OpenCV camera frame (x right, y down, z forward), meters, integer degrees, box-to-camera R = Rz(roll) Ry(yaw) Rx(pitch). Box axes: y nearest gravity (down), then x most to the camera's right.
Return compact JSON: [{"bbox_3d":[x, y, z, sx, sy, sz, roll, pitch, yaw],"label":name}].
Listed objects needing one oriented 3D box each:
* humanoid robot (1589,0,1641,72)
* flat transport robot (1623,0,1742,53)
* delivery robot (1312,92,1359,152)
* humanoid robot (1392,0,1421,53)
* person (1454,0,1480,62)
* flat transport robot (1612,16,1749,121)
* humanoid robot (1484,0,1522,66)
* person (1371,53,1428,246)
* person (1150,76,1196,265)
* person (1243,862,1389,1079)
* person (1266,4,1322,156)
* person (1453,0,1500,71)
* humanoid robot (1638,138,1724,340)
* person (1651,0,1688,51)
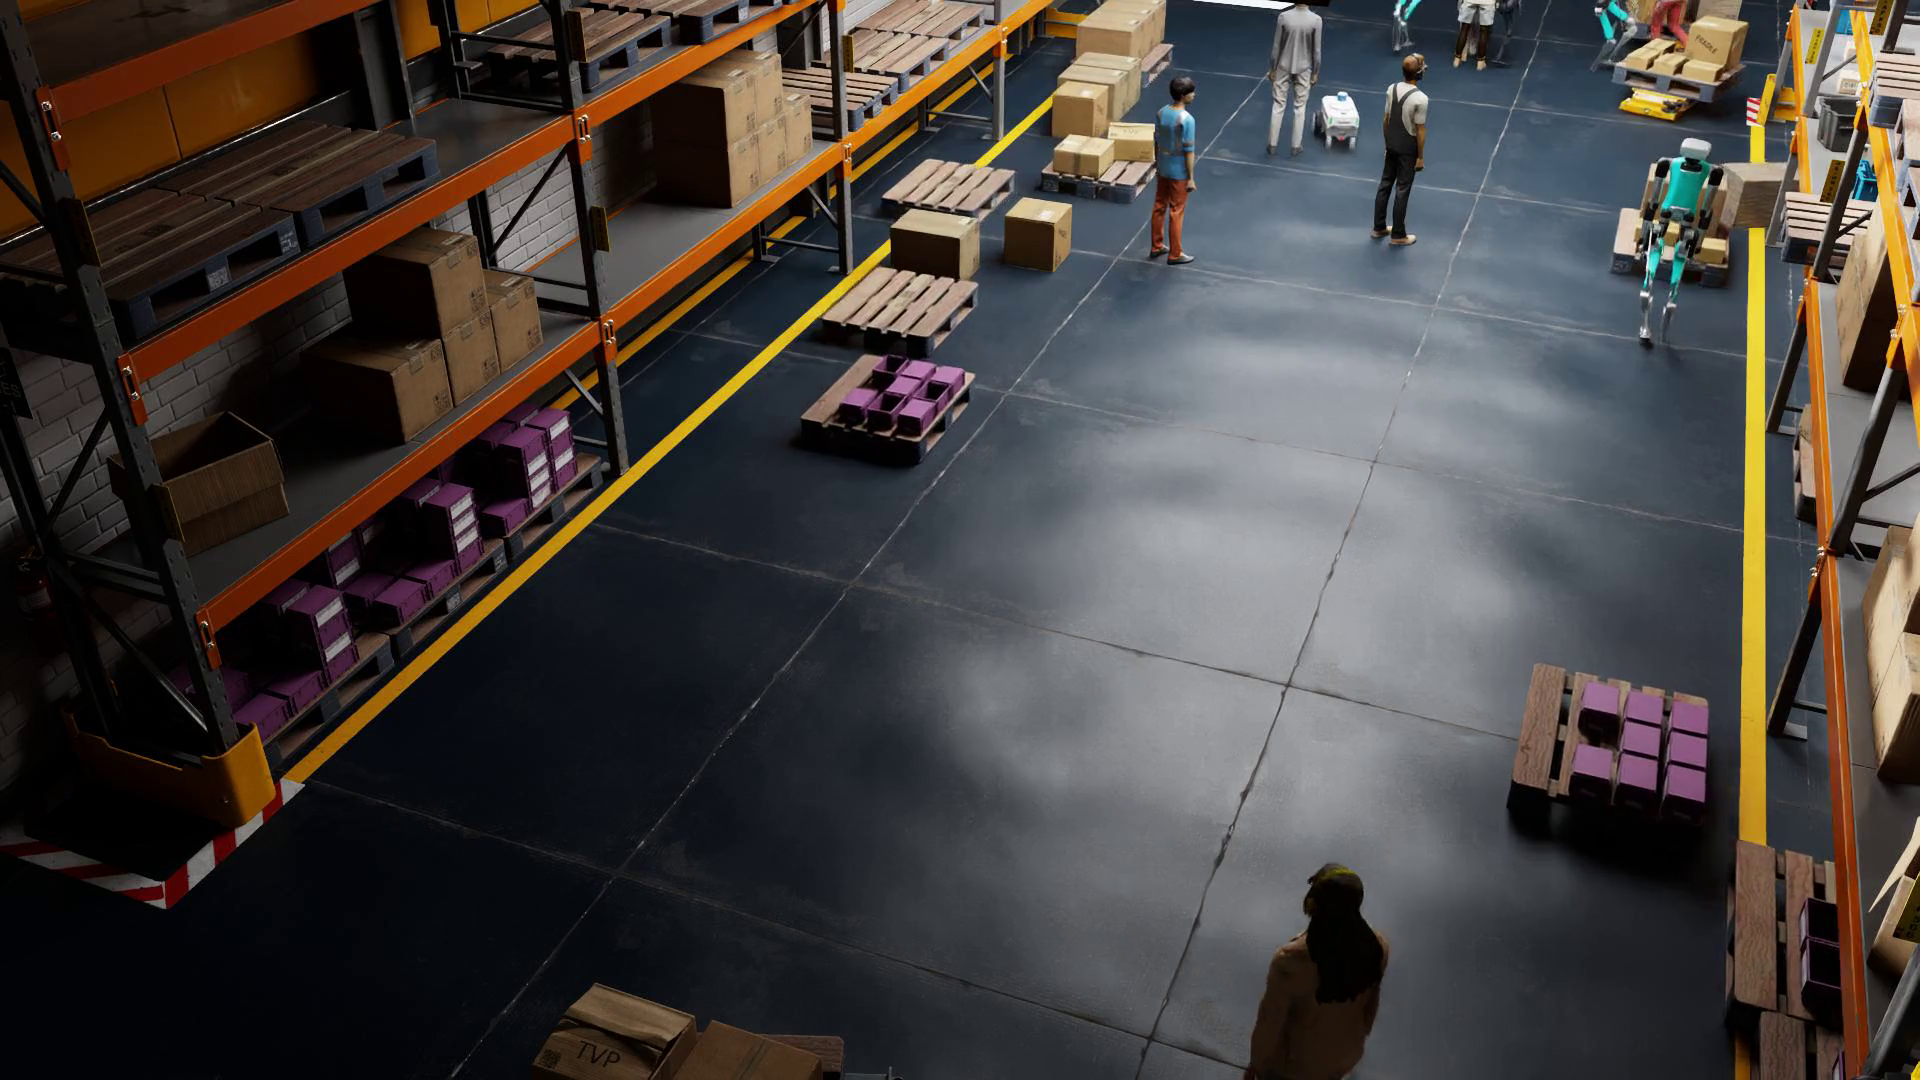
[{"bbox_3d":[8.120,-6.627,20.526,0.816,1.794,0.540,19,37,26],"label":"humanoid robot"},{"bbox_3d":[9.329,-6.578,21.773,0.659,0.231,1.431,6,33,9],"label":"flat transport robot"},{"bbox_3d":[4.244,-4.706,18.618,0.499,0.602,0.805,2,33,3],"label":"delivery robot"},{"bbox_3d":[5.733,-7.030,21.153,0.569,1.761,0.912,23,39,31],"label":"humanoid robot"},{"bbox_3d":[6.442,-6.897,20.889,0.474,1.752,0.393,9,34,14],"label":"person"},{"bbox_3d":[8.480,-5.319,19.824,0.659,0.231,1.431,25,41,33],"label":"flat transport robot"},{"bbox_3d":[6.764,-6.778,20.789,0.607,1.647,0.412,27,41,35],"label":"humanoid robot"},{"bbox_3d":[4.241,-3.729,15.911,0.346,1.846,0.507,-19,37,-27],"label":"person"},{"bbox_3d":[2.004,-3.451,15.556,0.325,1.763,0.487,-22,39,-30],"label":"person"},{"bbox_3d":[1.455,2.079,6.903,0.584,1.862,0.453,-12,35,-18],"label":"person"},{"bbox_3d":[3.616,-5.084,17.971,0.544,1.891,0.399,7,33,10],"label":"person"},{"bbox_3d":[6.462,-6.709,20.666,0.530,1.690,0.322,16,36,23],"label":"person"},{"bbox_3d":[5.970,-2.398,13.999,0.542,1.831,0.758,12,35,18],"label":"humanoid robot"},{"bbox_3d":[8.865,-6.698,20.630,0.550,1.729,0.657,-16,36,-23],"label":"person"}]
